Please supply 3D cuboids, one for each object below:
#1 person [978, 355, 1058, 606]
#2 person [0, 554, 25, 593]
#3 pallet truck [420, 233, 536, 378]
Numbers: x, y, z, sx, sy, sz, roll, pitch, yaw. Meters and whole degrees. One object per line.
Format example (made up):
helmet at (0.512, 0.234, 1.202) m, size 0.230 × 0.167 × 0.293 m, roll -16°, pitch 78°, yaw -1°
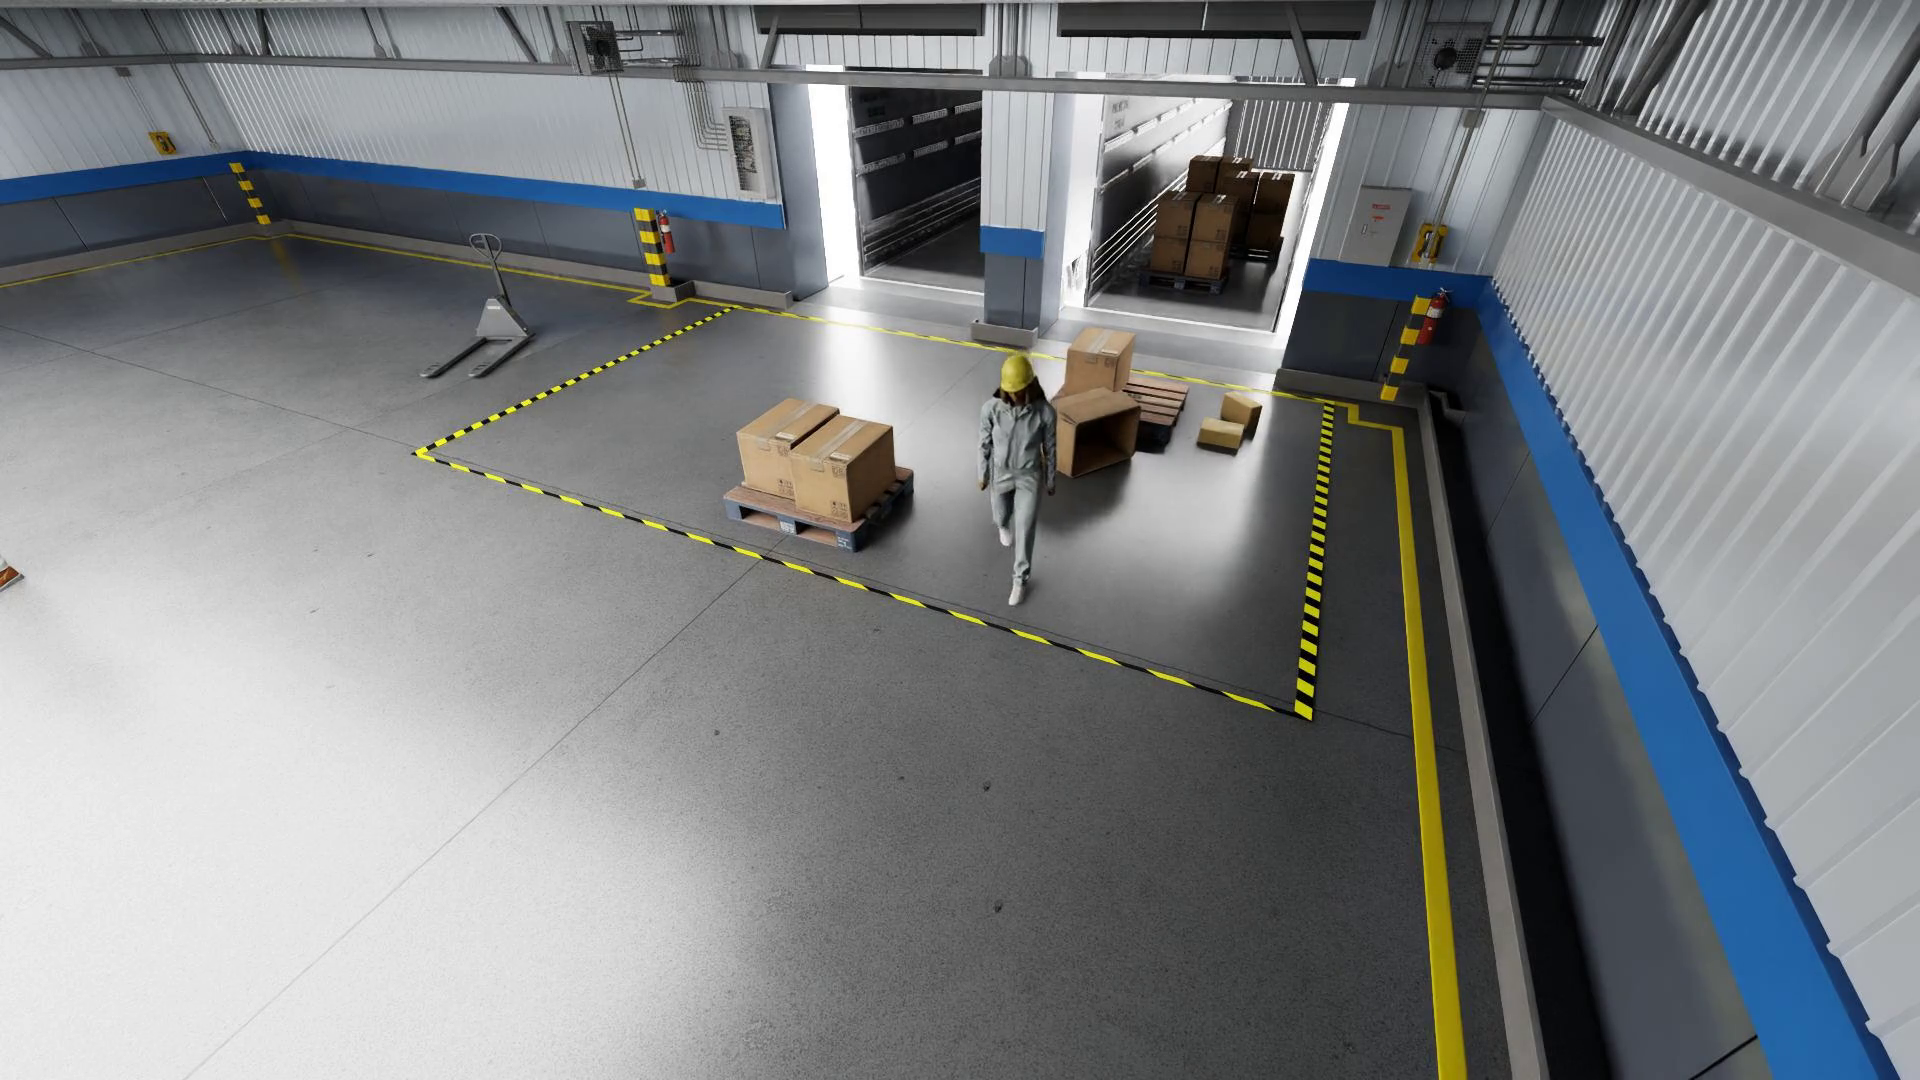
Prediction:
person at (0.389, -0.464, 4.875) m, size 0.521 × 1.695 × 0.838 m, roll 6°, pitch 36°, yaw 8°
person at (-6.916, -0.444, 4.632) m, size 0.610 × 1.945 × 0.403 m, roll 7°, pitch 36°, yaw 10°
pallet truck at (-5.664, -2.712, 8.427) m, size 0.680 × 1.201 × 1.601 m, roll 0°, pitch 35°, yaw -1°
